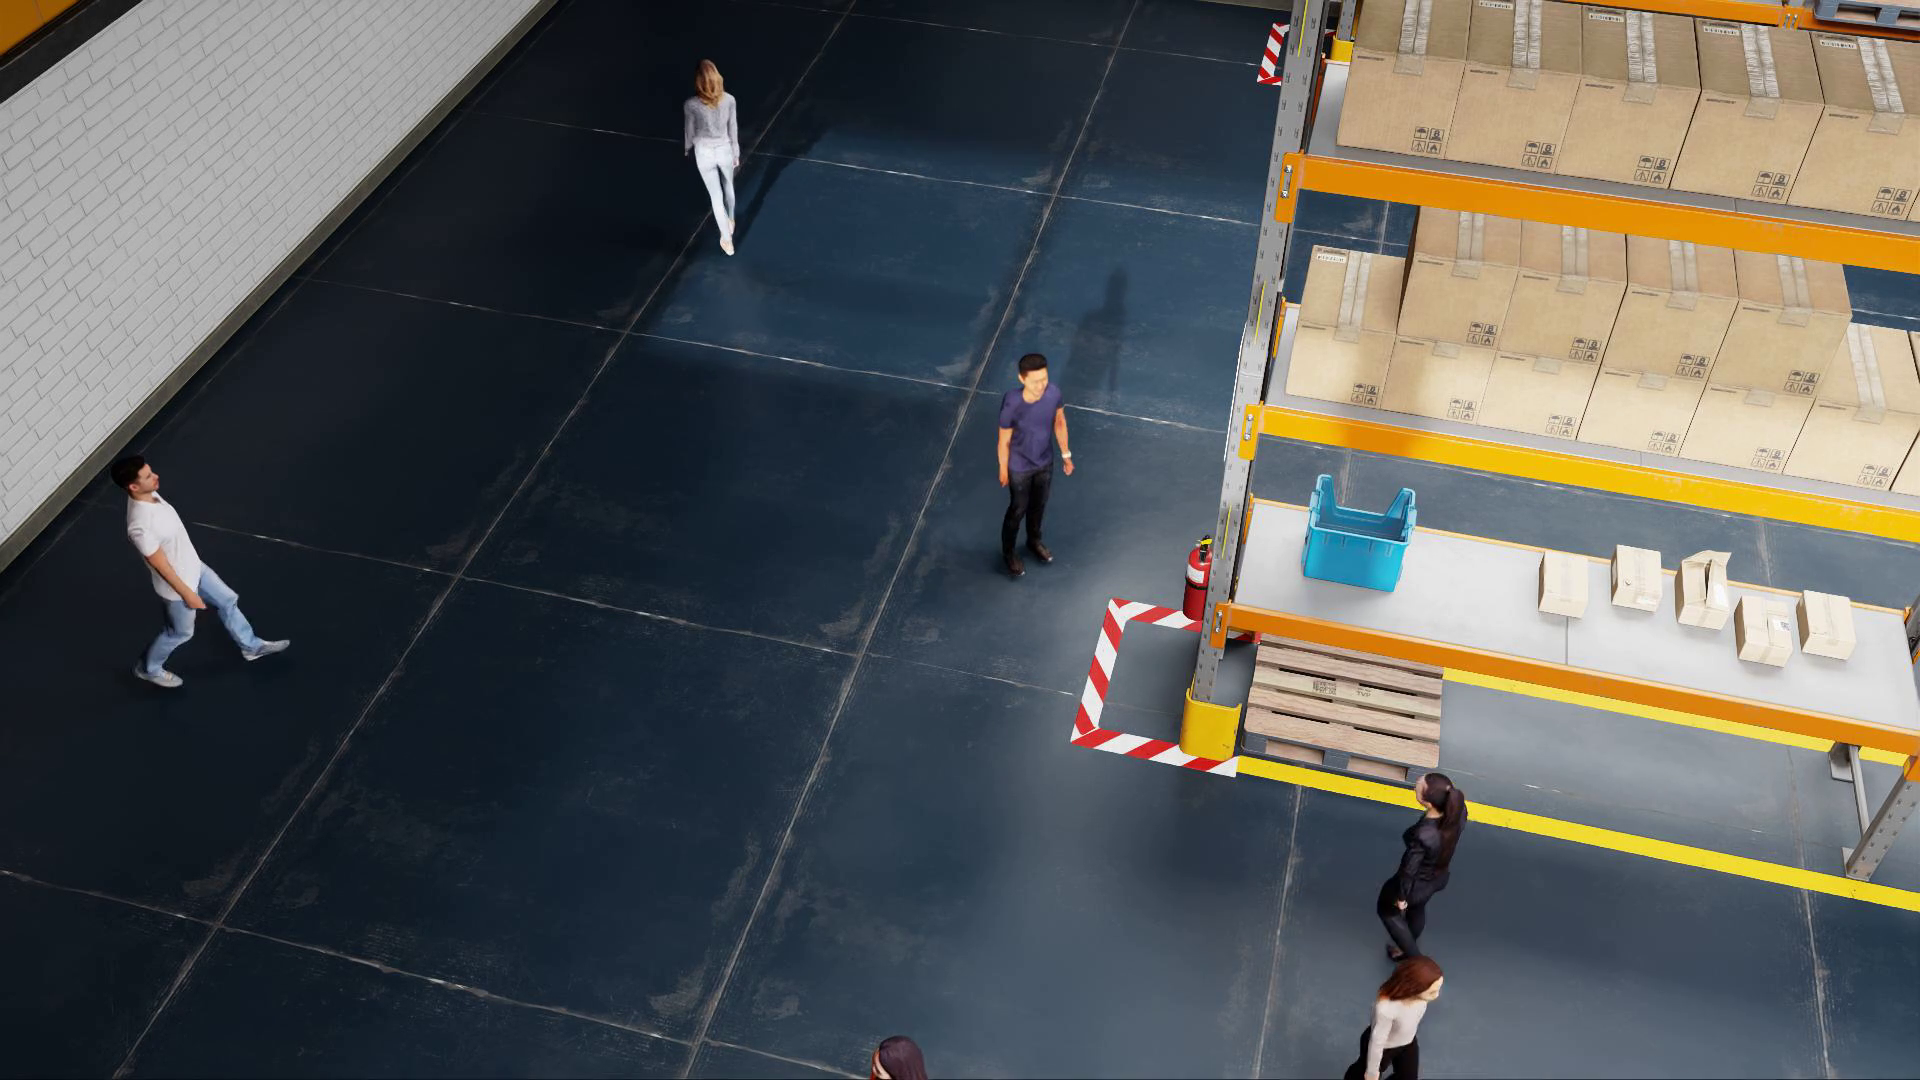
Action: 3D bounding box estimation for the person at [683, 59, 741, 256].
[{"bbox_3d":[-2.079,-3.217,14.180,0.857,1.778,0.889,-13,45,-14],"label":"person"}]

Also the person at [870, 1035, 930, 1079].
[{"bbox_3d":[-0.267,2.825,7.858,0.758,1.749,0.703,-21,47,-20],"label":"person"}]

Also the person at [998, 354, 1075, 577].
[{"bbox_3d":[0.475,-0.582,11.409,0.757,1.785,0.815,-22,48,-22],"label":"person"}]

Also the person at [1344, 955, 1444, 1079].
[{"bbox_3d":[2.117,2.480,8.423,0.710,1.470,0.761,-26,50,-25],"label":"person"}]

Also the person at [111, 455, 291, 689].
[{"bbox_3d":[-5.034,0.248,10.504,1.283,1.832,1.021,-7,44,-7],"label":"person"}]

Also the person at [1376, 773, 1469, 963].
[{"bbox_3d":[2.518,1.871,8.897,0.795,1.699,0.858,-24,49,-23],"label":"person"}]
